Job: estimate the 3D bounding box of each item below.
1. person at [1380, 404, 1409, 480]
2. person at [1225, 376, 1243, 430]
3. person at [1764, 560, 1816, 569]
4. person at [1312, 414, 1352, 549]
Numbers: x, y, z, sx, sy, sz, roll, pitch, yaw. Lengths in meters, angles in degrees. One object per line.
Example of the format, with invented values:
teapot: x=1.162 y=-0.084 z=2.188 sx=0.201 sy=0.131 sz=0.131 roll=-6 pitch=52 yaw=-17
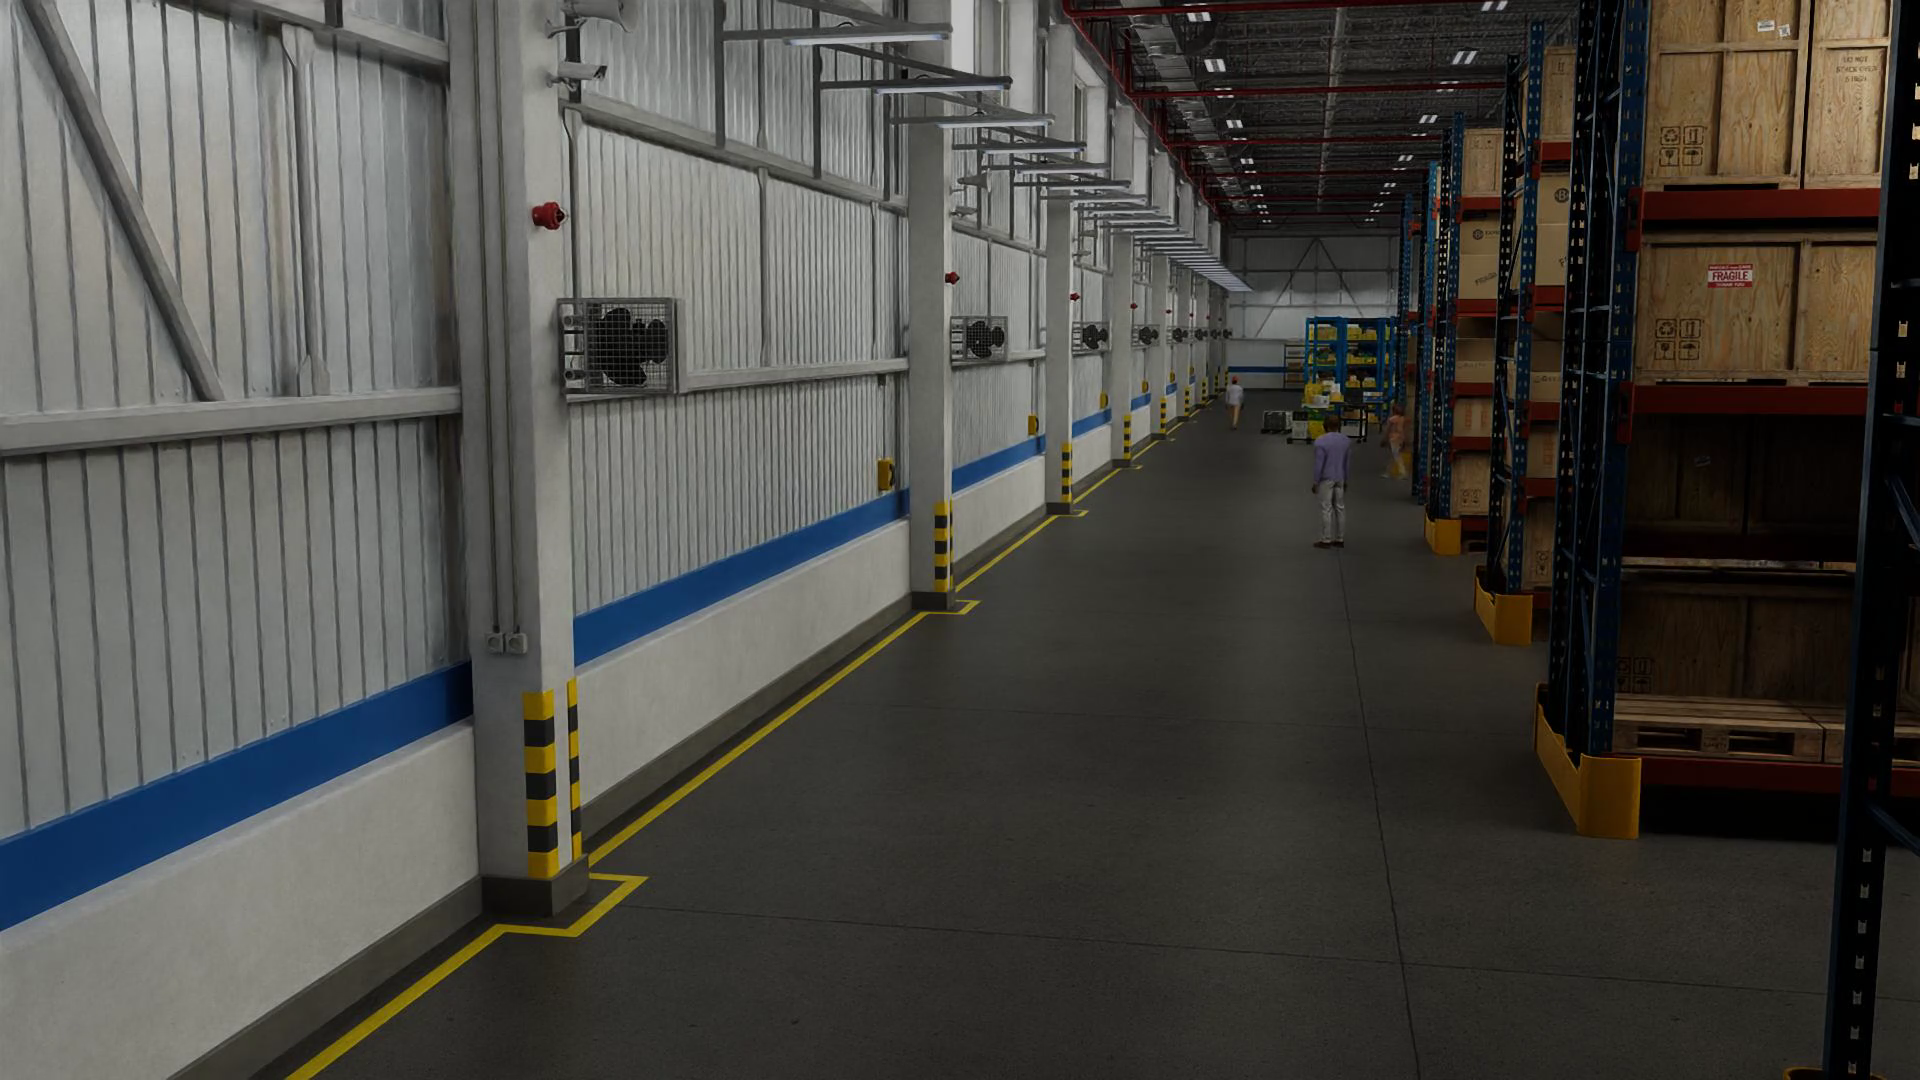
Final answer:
person: x=9.160 y=-2.054 z=34.926 sx=0.523 sy=1.598 sz=0.851 roll=-5 pitch=9 yaw=-35
person: x=8.700 y=-4.345 z=52.775 sx=0.574 sy=1.731 sz=0.620 roll=1 pitch=7 yaw=12
person: x=6.558 y=0.541 z=12.996 sx=0.975 sy=1.883 sz=0.568 roll=0 pitch=7 yaw=4
person: x=5.316 y=-0.839 z=23.844 sx=0.632 sy=1.938 sz=0.359 roll=-3 pitch=8 yaw=-26
